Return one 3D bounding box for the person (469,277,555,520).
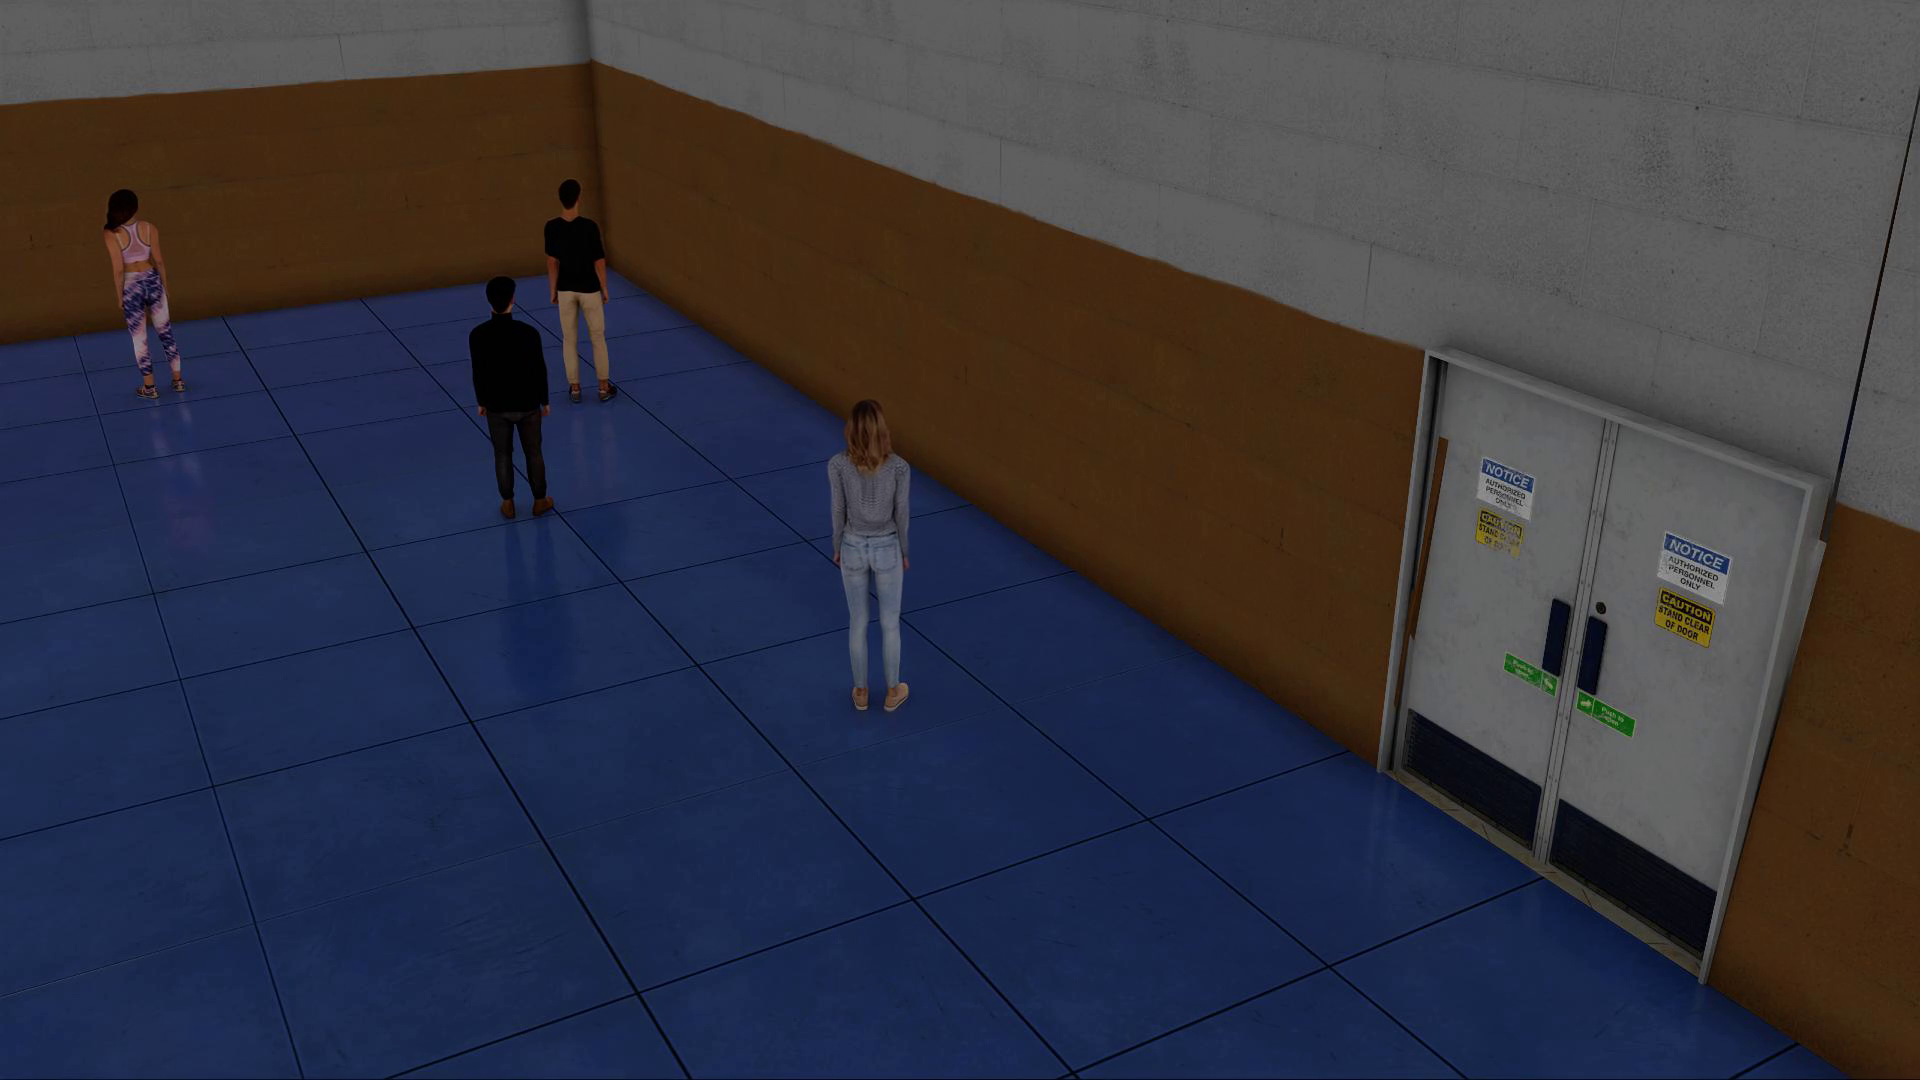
[{"bbox_3d":[-3.123,-0.989,11.592,0.607,1.723,0.778,-4,24,-8],"label":"person"}]

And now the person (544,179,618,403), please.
[{"bbox_3d":[-3.176,-2.074,13.868,0.639,1.859,0.775,-1,24,-1],"label":"person"}]

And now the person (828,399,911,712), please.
[{"bbox_3d":[-0.480,0.088,9.039,0.627,1.796,0.720,2,24,6],"label":"person"}]

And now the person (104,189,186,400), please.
[{"bbox_3d":[-6.903,-2.085,14.041,0.705,1.767,0.560,21,31,39],"label":"person"}]
